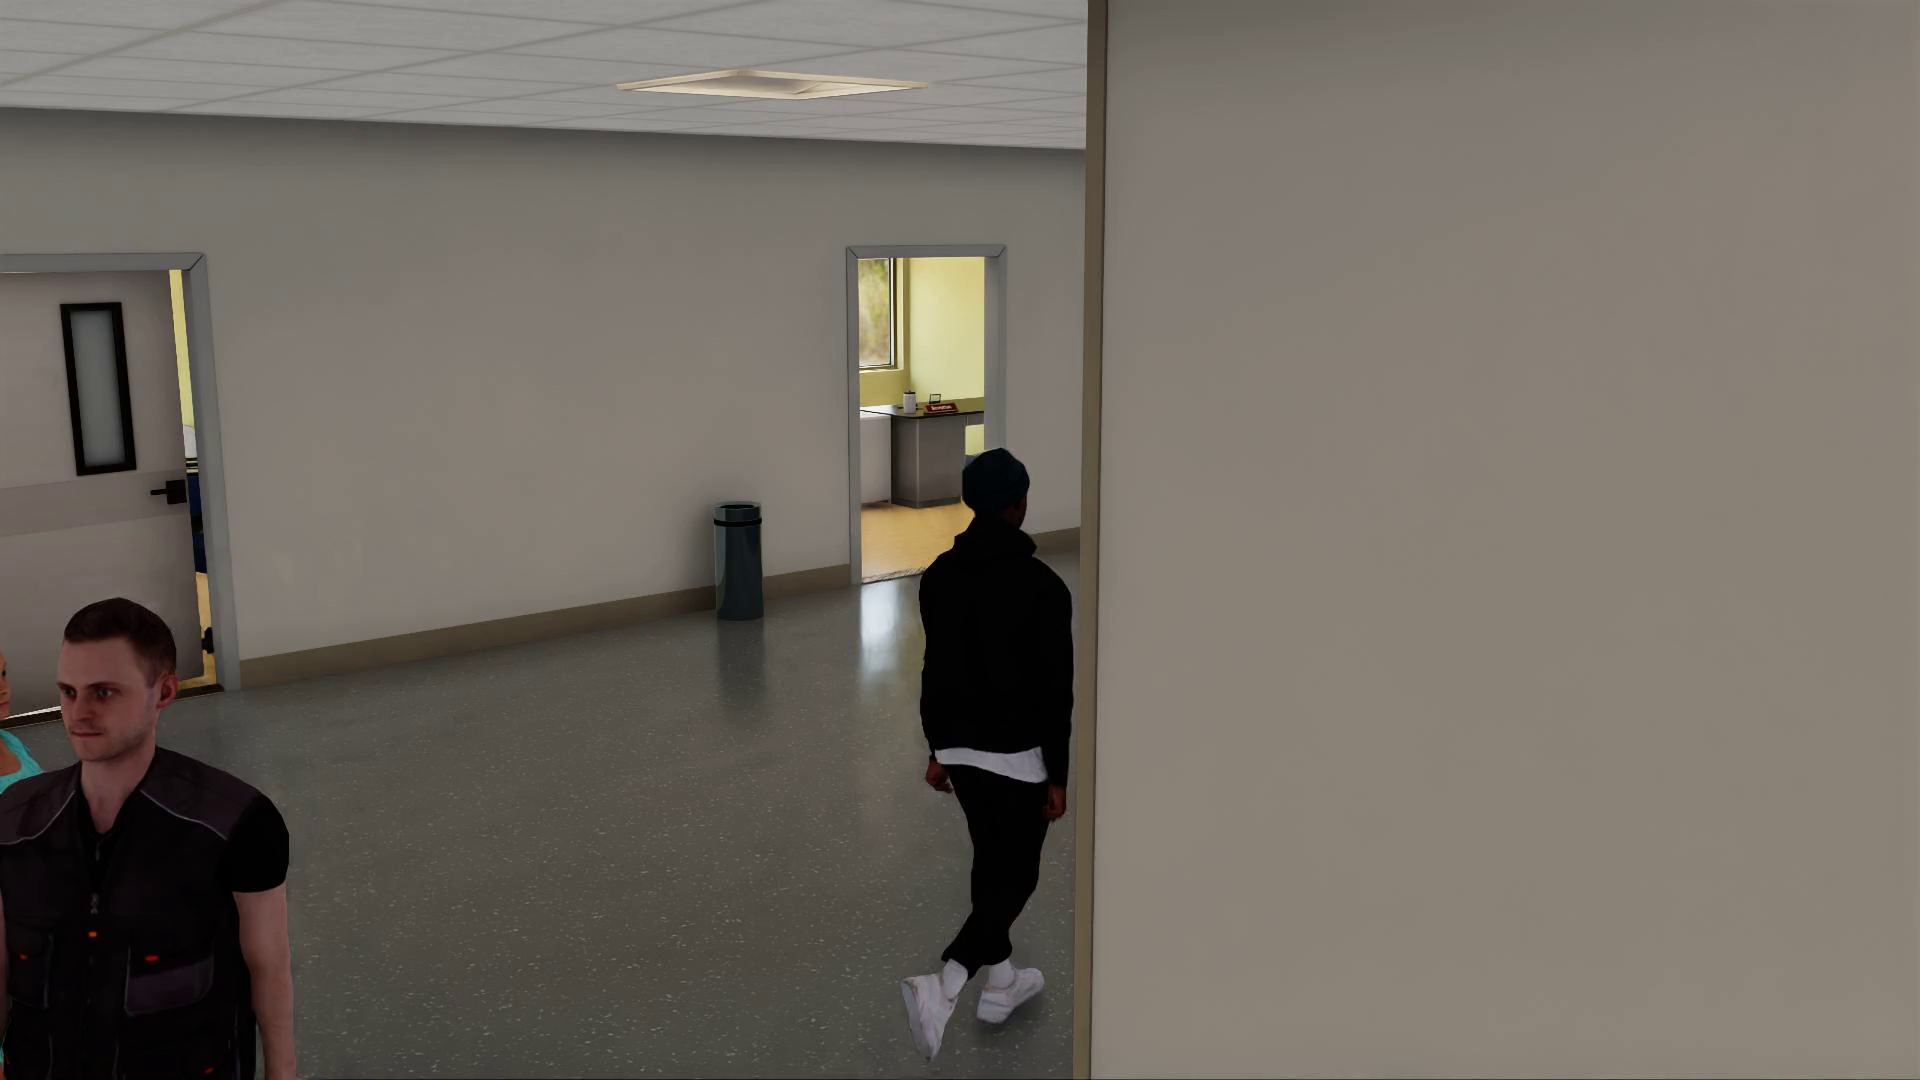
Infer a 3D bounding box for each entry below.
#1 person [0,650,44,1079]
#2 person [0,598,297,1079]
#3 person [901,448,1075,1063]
[{"bbox_3d":[-2.274,0.951,3.919,0.697,1.558,0.649,0,11,-2],"label":"person"},{"bbox_3d":[-1.454,0.998,3.062,1.195,1.786,1.255,1,11,4],"label":"person"},{"bbox_3d":[0.054,0.656,4.855,0.855,1.790,1.140,7,13,33],"label":"person"}]
